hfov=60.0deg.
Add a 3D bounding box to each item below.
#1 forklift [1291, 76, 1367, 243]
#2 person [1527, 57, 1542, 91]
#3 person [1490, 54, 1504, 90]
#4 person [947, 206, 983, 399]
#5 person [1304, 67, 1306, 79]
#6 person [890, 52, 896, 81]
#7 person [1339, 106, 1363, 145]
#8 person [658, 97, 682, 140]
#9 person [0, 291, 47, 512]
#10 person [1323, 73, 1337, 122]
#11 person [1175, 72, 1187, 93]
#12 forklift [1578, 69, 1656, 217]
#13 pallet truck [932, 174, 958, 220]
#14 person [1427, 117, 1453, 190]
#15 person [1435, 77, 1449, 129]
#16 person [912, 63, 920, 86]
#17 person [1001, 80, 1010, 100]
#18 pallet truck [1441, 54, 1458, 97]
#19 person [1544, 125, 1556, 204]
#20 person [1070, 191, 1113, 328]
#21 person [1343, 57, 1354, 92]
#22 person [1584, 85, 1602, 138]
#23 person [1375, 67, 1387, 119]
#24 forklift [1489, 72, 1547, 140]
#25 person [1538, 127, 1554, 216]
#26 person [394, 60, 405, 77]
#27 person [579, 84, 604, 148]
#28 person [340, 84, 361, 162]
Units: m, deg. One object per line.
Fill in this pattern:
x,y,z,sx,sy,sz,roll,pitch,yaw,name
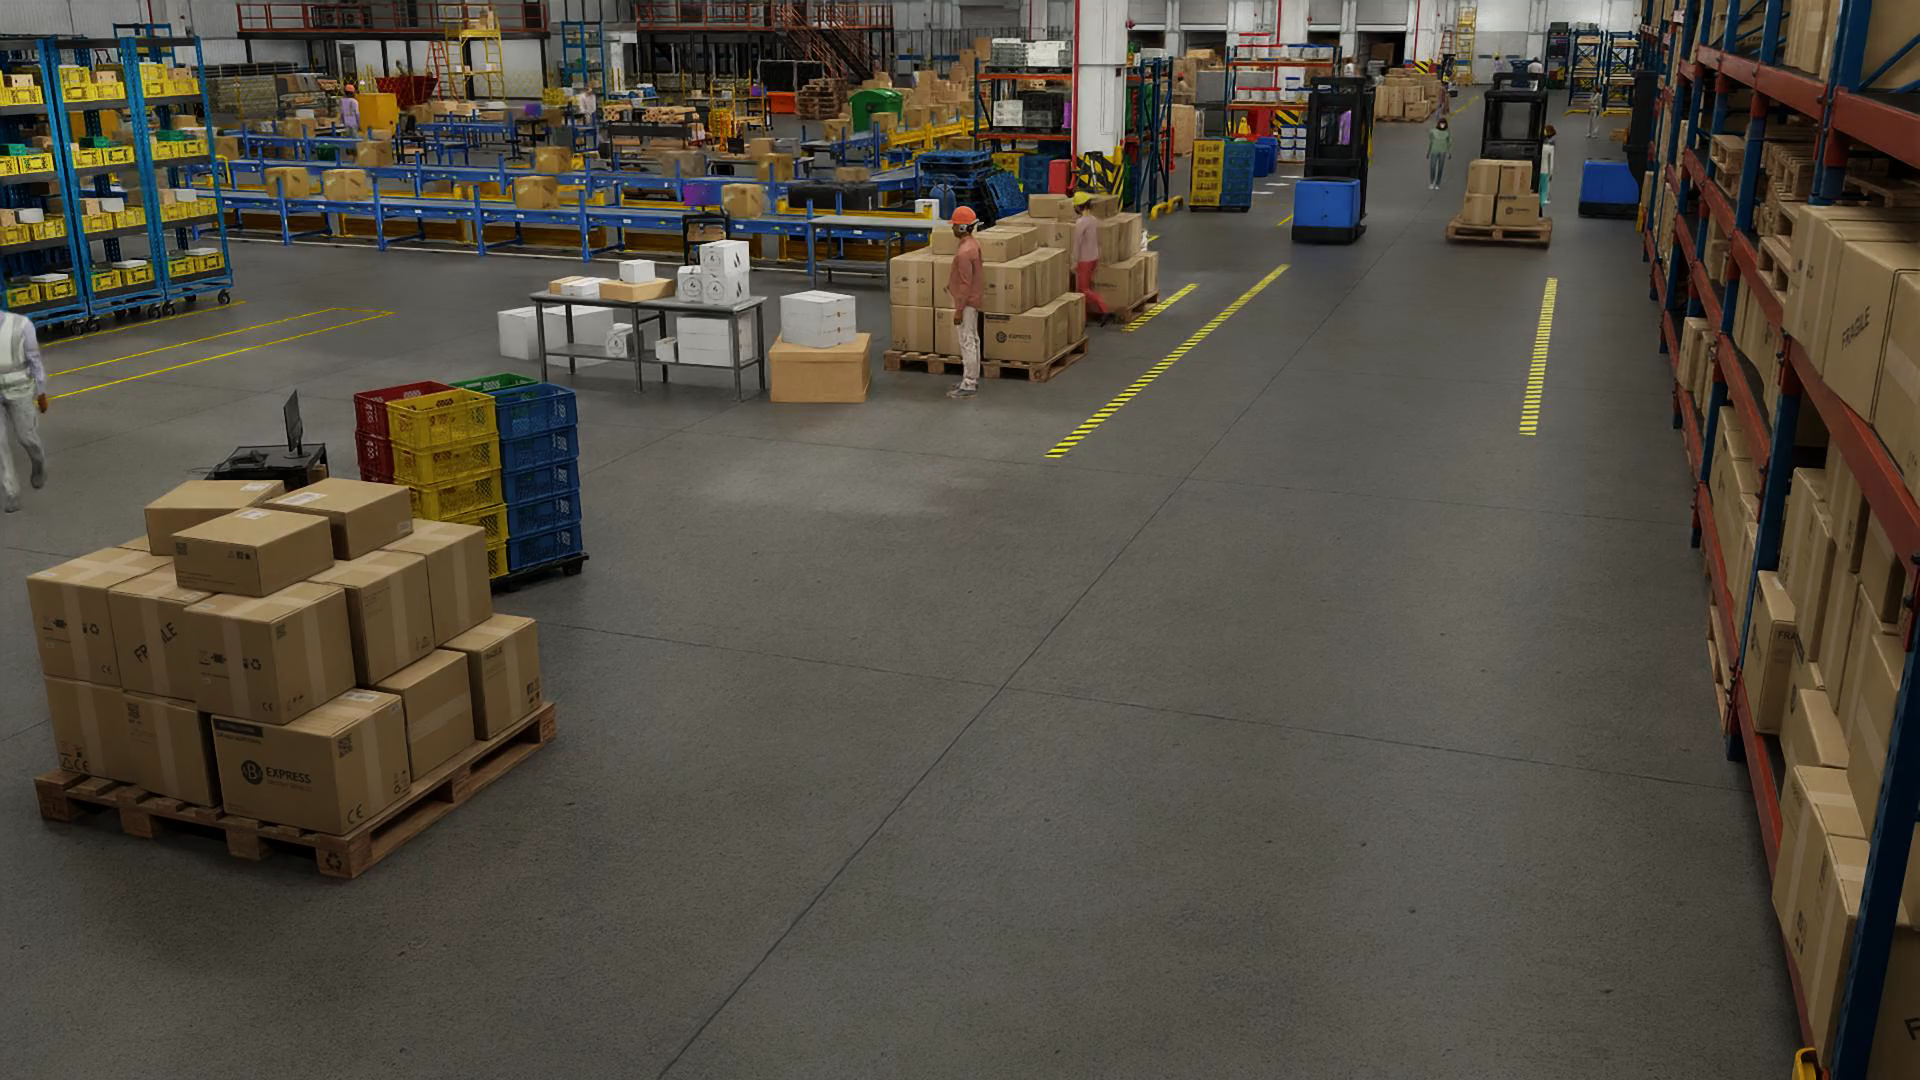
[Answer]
6.598,-6.755,29.381,1.129,2.768,1.873,6,19,19,forklift
26.310,-21.174,76.233,0.646,1.929,0.538,10,20,28,person
26.946,-23.385,83.272,0.598,1.879,1.006,-10,20,-28,person
0.054,-2.476,17.374,0.377,1.995,0.608,3,18,10,person
16.524,-22.665,81.081,0.564,1.820,0.948,-6,19,-18,person
-3.695,-25.762,90.946,0.306,1.745,0.483,-9,20,-27,person
9.397,-9.660,40.088,0.549,1.914,0.725,7,19,20,person
-7.543,-10.590,43.196,0.592,1.798,0.805,-15,23,-39,person
-7.792,-1.230,13.583,0.608,1.928,0.687,-6,19,-18,person
12.654,-15.062,57.104,1.002,1.895,0.562,3,18,9,person
7.722,-15.280,57.769,0.918,1.910,0.561,11,21,32,person
13.219,-7.740,32.475,1.873,2.768,1.129,6,19,18,forklift
-0.507,-5.292,27.348,0.653,1.274,1.630,6,19,19,pallet truck
10.862,-8.735,37.641,0.538,1.608,0.611,3,18,11,person
16.584,-15.022,57.175,0.337,1.761,0.526,8,19,24,person
-1.715,-18.306,67.275,0.754,1.901,0.603,15,23,39,person
1.741,-18.068,66.595,0.501,1.861,0.328,0,18,-1,person
22.765,-21.886,78.355,0.823,1.965,1.885,-4,18,-14,pallet truck
12.326,-7.892,34.977,0.275,1.632,0.507,0,18,0,person
1.673,-3.550,21.148,0.605,1.745,0.539,9,20,27,person
17.943,-21.407,77.058,0.615,1.867,0.526,-12,21,-32,person
20.342,-13.739,53.339,0.308,1.639,0.524,-5,18,-15,person
15.837,-16.798,62.506,0.908,1.919,0.615,-7,19,-20,person
10.353,-7.321,31.157,1.129,2.768,1.873,6,19,19,forklift
11.319,-7.182,32.549,0.540,1.751,0.531,5,18,15,person
-25.113,-20.527,74.383,0.751,1.819,0.538,10,20,28,person
-10.892,-12.479,49.043,1.023,1.846,0.665,11,21,32,person
-16.254,-11.128,44.486,0.609,2.040,0.394,9,20,26,person
